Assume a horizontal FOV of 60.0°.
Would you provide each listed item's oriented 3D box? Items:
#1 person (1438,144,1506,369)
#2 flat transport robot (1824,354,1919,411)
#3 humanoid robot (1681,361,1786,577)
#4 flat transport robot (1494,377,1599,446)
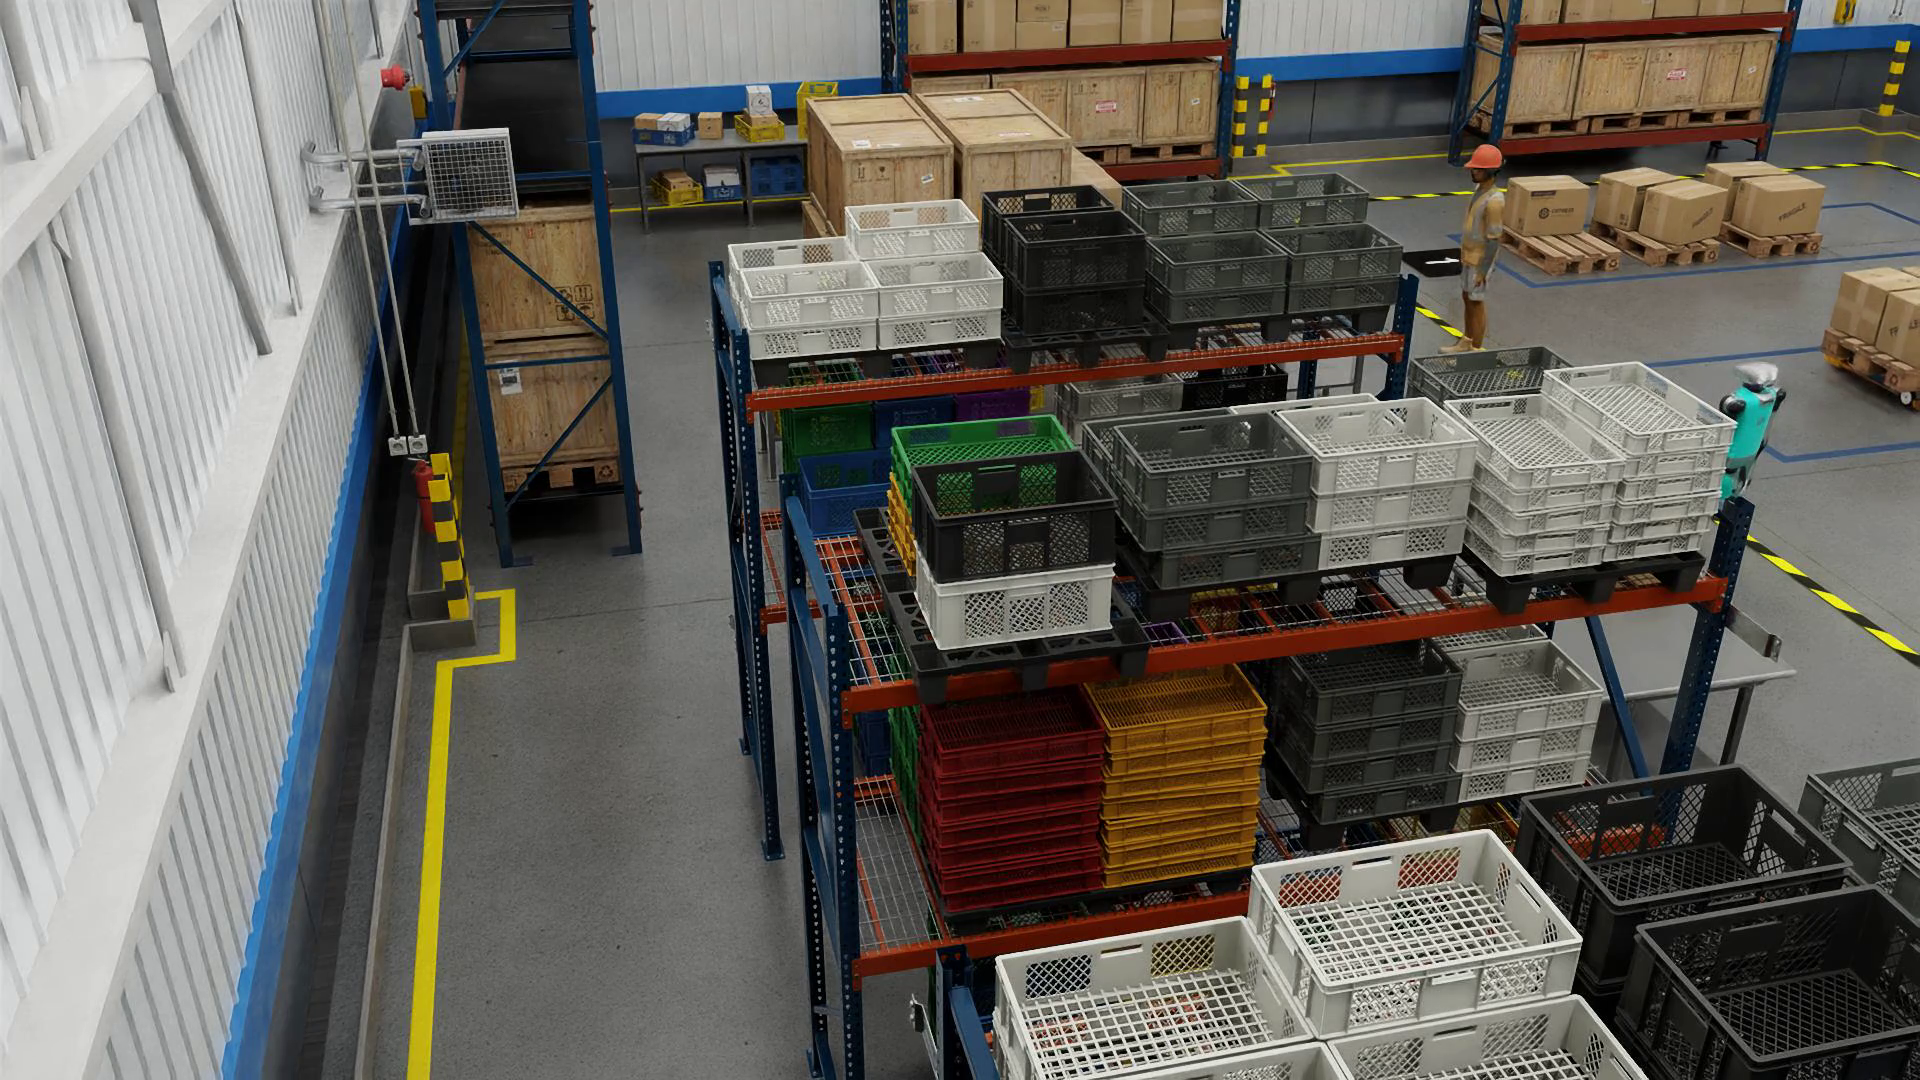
[{"bbox_3d":[4.623,-2.536,14.957,0.391,2.041,0.610,1,28,2],"label":"person"},{"bbox_3d":[8.473,-1.466,14.798,0.652,0.197,1.431,-6,28,-12],"label":"flat transport robot"},{"bbox_3d":[5.015,-0.483,11.244,0.533,1.677,0.735,-15,31,-26],"label":"humanoid robot"},{"bbox_3d":[4.780,-1.036,14.013,0.659,0.231,1.431,-6,28,-12],"label":"flat transport robot"}]
